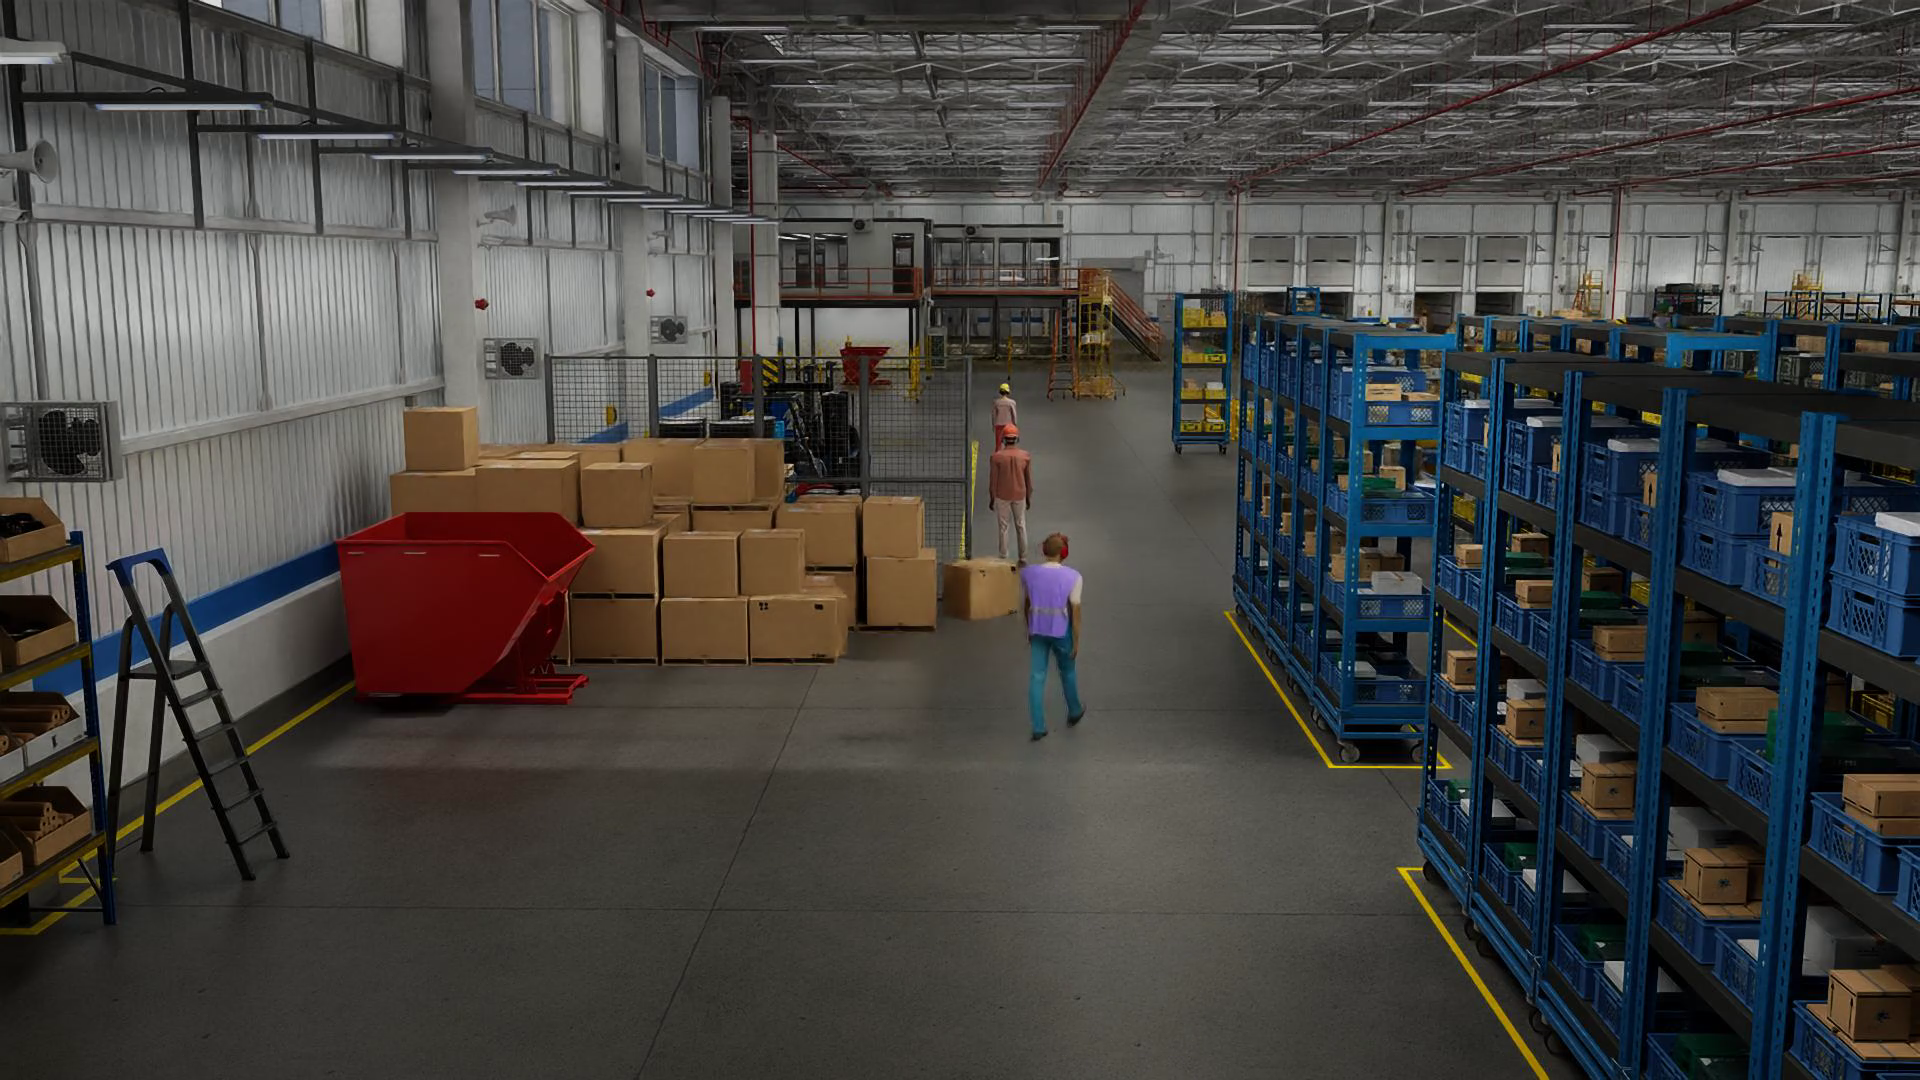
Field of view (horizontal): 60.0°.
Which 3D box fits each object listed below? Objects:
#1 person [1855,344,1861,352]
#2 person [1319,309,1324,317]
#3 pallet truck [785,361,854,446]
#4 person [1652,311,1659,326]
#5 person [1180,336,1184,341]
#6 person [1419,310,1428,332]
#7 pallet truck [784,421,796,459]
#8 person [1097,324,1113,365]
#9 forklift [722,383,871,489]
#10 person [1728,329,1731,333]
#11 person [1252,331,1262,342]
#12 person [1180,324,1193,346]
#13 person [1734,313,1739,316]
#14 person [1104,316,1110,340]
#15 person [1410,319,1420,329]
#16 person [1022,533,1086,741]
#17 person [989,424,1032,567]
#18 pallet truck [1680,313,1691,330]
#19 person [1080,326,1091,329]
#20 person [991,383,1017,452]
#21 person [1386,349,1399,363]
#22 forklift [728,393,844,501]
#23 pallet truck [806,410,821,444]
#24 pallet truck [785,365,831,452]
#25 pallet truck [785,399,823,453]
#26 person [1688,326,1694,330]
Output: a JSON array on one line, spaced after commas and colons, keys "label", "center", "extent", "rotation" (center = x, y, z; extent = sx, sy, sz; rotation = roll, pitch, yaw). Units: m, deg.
[{"label": "person", "center": [27.071, -4.992, 50.402], "extent": [0.677, 1.881, 0.766], "rotation": [1, 9, 7]}, {"label": "person", "center": [20.494, -12.251, 95.063], "extent": [0.786, 1.922, 0.638], "rotation": [3, 10, 20]}, {"label": "pallet truck", "center": [-3.410, -3.193, 38.978], "extent": [1.885, 1.965, 0.823], "rotation": [0, 9, -1]}, {"label": "person", "center": [38.002, -11.583, 90.956], "extent": [0.413, 1.923, 0.541], "rotation": [4, 10, 26]}, {"label": "person", "center": [12.948, -12.562, 97.290], "extent": [0.900, 1.822, 0.574], "rotation": [-3, 10, -19]}, {"label": "person", "center": [26.142, -12.015, 93.796], "extent": [0.598, 1.868, 1.017], "rotation": [-5, 10, -28]}, {"label": "pallet truck", "center": [-4.013, -1.793, 32.705], "extent": [1.601, 1.201, 0.680], "rotation": [0, 9, 1]}, {"label": "person", "center": [6.239, -8.414, 71.814], "extent": [0.957, 1.801, 0.525], "rotation": [-9, 13, -44]}, {"label": "forklift", "center": [-2.893, -1.687, 28.729], "extent": [2.680, 1.987, 1.157], "rotation": [0, 9, -1]}, {"label": "person", "center": [29.791, -7.332, 64.603], "extent": [0.610, 1.964, 0.366], "rotation": [-6, 11, -33]}, {"label": "person", "center": [12.534, -8.136, 69.858], "extent": [0.580, 1.867, 0.424], "rotation": [6, 11, 34]}, {"label": "person", "center": [11.680, -10.730, 85.855], "extent": [0.617, 1.868, 0.979], "rotation": [0, 9, -1]}, {"label": "person", "center": [41.009, -11.011, 87.633], "extent": [0.595, 1.873, 1.035], "rotation": [-8, 12, -42]}, {"label": "person", "center": [8.609, -12.661, 97.940], "extent": [0.701, 1.823, 0.631], "rotation": [-1, 9, -8]}, {"label": "person", "center": [21.604, -9.605, 79.042], "extent": [0.975, 1.845, 0.590], "rotation": [-6, 11, -33]}, {"label": "person", "center": [0.851, 0.828, 14.787], "extent": [0.572, 1.802, 0.939], "rotation": [3, 10, 20]}, {"label": "person", "center": [0.689, -0.600, 22.989], "extent": [0.612, 1.994, 0.395], "rotation": [-2, 9, -14]}, {"label": "pallet truck", "center": [36.315, -10.531, 84.244], "extent": [0.823, 1.965, 1.885], "rotation": [-6, 11, -33]}, {"label": "person", "center": [7.254, -12.375, 95.994], "extent": [0.633, 1.870, 0.504], "rotation": [7, 12, 38]}, {"label": "person", "center": [0.922, -2.377, 34.658], "extent": [0.533, 1.768, 0.310], "rotation": [2, 9, 10]}, {"label": "person", "center": [13.424, -5.206, 52.015], "extent": [0.603, 1.795, 0.608], "rotation": [3, 10, 16]}, {"label": "forklift", "center": [-2.979, -1.316, 26.476], "extent": [2.680, 1.987, 1.157], "rotation": [0, 9, 1]}, {"label": "pallet truck", "center": [-3.559, -2.018, 33.905], "extent": [1.522, 1.261, 0.704], "rotation": [0, 9, -1]}, {"label": "pallet truck", "center": [-3.774, -2.976, 37.635], "extent": [1.885, 1.965, 0.823], "rotation": [1, 9, 5]}, {"label": "pallet truck", "center": [-3.814, -2.432, 36.419], "extent": [1.630, 1.274, 0.653], "rotation": [0, 9, 1]}, {"label": "person", "center": [32.944, -9.033, 75.228], "extent": [0.535, 1.920, 0.581], "rotation": [5, 11, 30]}]
